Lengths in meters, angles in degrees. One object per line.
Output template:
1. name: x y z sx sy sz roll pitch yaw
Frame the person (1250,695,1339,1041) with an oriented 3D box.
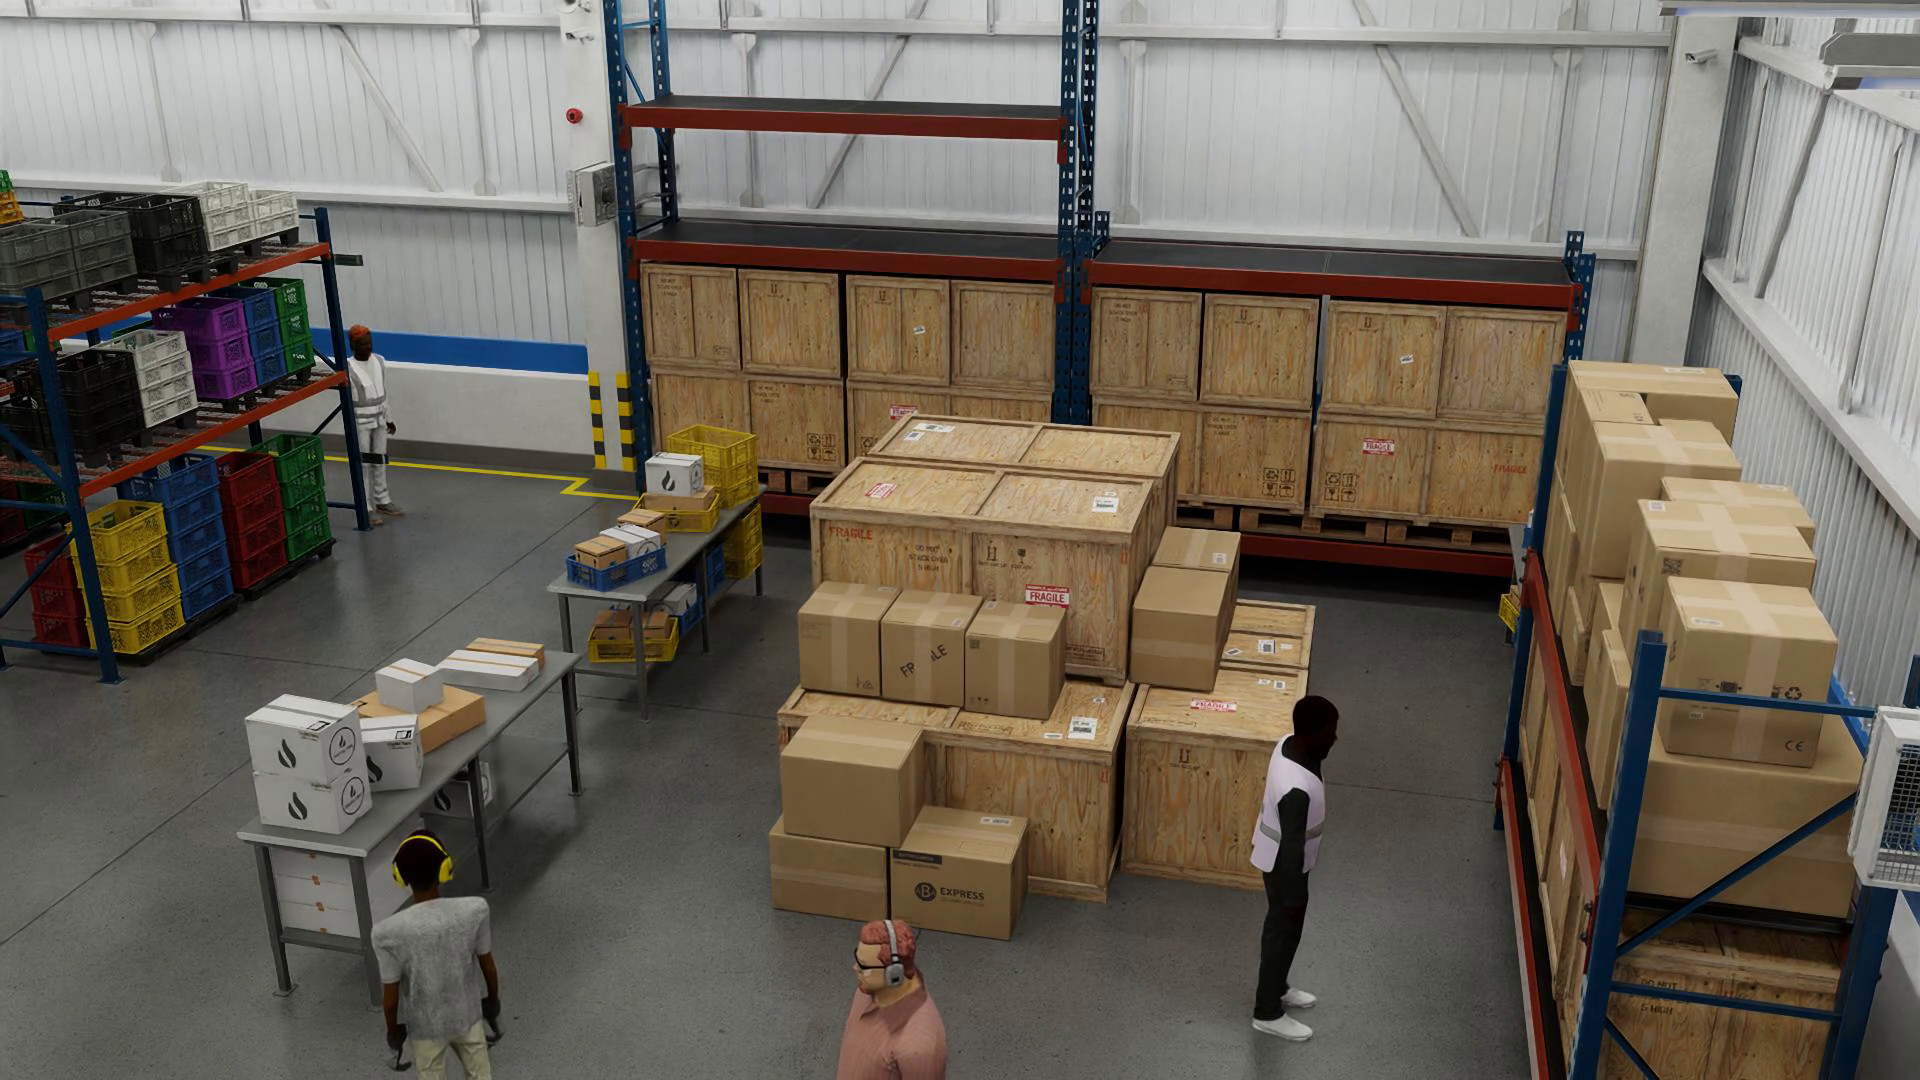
1. person: 1.670 1.644 8.436 0.397 1.909 0.598 4 21 9

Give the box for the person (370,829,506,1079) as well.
1. person: -2.254 2.118 7.255 0.513 1.863 0.329 -11 24 -27

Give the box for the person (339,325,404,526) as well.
1. person: -5.549 -1.093 15.627 0.358 1.882 0.574 9 23 23

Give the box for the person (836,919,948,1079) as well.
1. person: -0.286 2.341 6.610 0.408 1.909 0.642 -8 22 -19
